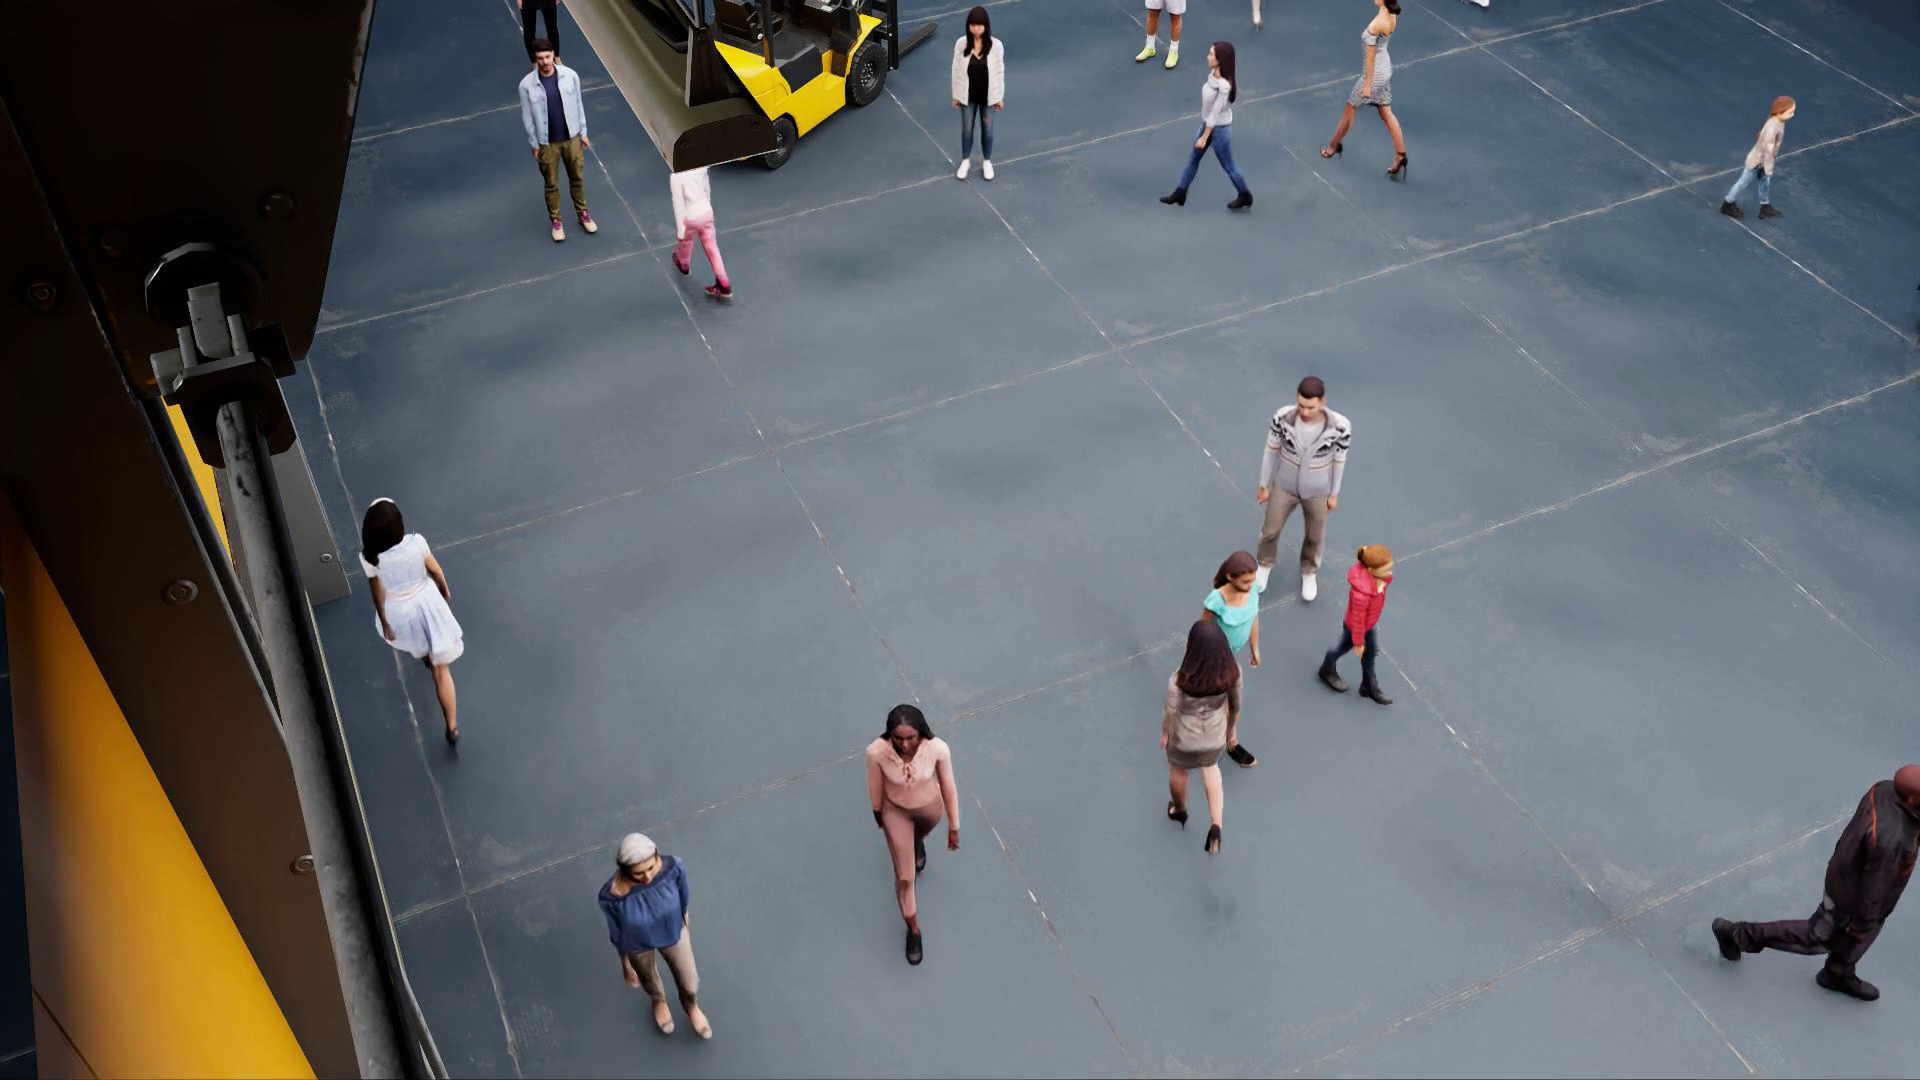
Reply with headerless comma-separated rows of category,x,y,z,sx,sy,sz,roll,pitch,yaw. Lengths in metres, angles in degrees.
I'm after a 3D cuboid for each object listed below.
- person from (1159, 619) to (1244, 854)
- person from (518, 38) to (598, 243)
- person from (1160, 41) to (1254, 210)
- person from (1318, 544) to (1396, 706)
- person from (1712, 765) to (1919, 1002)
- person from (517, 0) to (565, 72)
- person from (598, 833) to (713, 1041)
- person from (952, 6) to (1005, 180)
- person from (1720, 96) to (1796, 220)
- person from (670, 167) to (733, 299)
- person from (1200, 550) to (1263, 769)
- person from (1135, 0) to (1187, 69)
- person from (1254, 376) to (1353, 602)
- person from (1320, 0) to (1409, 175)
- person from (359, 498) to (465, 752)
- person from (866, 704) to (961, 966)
person,1.372,1.163,9.442,0.708,1.735,0.889,-8,44,-9
person,-3.441,-3.434,14.212,0.664,1.811,0.537,-18,46,-18
person,2.320,-3.553,14.499,0.896,1.588,1.068,-3,44,-3
person,2.456,0.486,10.470,0.826,1.297,0.694,32,52,29
person,4.611,1.789,8.738,1.269,1.799,1.135,19,47,19
person,-4.161,-5.356,16.338,0.597,1.661,0.542,-19,47,-19
person,-1.628,1.990,8.610,0.605,1.684,0.616,-19,47,-19
person,0.168,-4.022,14.956,0.707,1.636,0.704,2,44,2
person,6.973,-3.361,14.596,0.814,1.175,0.674,29,51,27
person,-2.130,-2.622,13.654,1.075,1.405,0.817,32,52,29
person,1.565,0.591,10.193,0.650,1.527,1.019,-24,49,-23
person,2.065,-5.589,16.460,0.690,1.830,0.776,19,47,19
person,2.272,-0.383,10.990,0.777,1.837,0.839,12,45,12
person,3.812,-4.083,14.922,1.164,1.771,0.941,28,50,27
person,-3.265,0.543,10.081,0.614,1.750,1.174,-18,46,-18
person,-0.255,1.439,9.194,0.888,1.676,1.234,-4,44,-4
